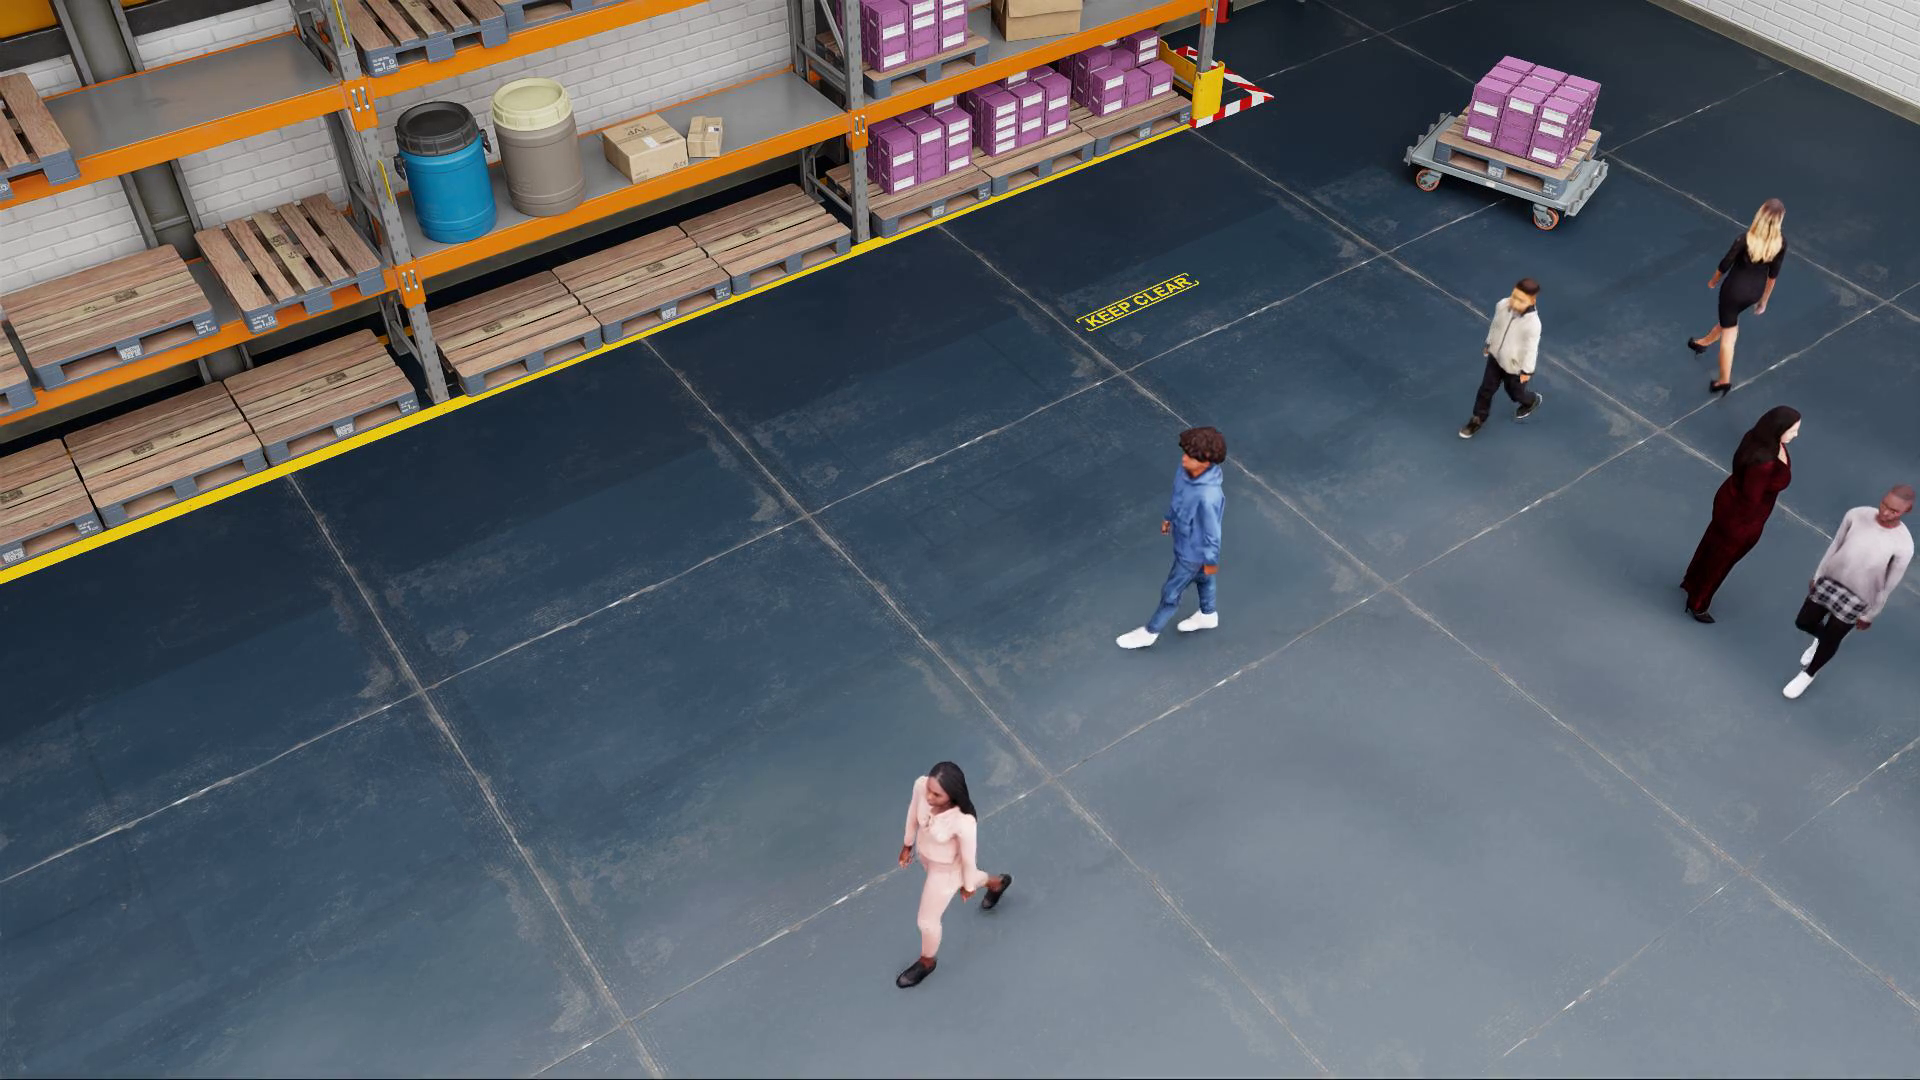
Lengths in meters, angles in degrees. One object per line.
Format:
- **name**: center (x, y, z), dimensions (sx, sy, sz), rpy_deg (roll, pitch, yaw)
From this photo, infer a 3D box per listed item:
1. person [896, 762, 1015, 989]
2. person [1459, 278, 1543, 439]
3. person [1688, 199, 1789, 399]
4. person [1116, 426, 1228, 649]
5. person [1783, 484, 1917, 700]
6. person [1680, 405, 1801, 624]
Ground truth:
- **person**: center (-0.031, 1.726, 9.102), dimensions (1.101, 1.692, 0.610), rpy_deg (-26, 49, -25)
- **person**: center (4.216, -1.398, 12.573), dimensions (0.894, 1.427, 0.628), rpy_deg (-22, 48, -22)
- **person**: center (6.055, -1.814, 12.855), dimensions (0.953, 1.641, 0.889), rpy_deg (-4, 44, -4)
- **person**: center (1.609, -0.018, 10.865), dimensions (1.110, 1.785, 0.947), rpy_deg (-7, 44, -7)
- **person**: center (5.698, 0.280, 10.569), dimensions (0.729, 1.762, 0.615), rpy_deg (-25, 49, -24)
- **person**: center (5.177, -0.195, 11.074), dimensions (0.826, 1.753, 0.739), rpy_deg (13, 45, 13)
